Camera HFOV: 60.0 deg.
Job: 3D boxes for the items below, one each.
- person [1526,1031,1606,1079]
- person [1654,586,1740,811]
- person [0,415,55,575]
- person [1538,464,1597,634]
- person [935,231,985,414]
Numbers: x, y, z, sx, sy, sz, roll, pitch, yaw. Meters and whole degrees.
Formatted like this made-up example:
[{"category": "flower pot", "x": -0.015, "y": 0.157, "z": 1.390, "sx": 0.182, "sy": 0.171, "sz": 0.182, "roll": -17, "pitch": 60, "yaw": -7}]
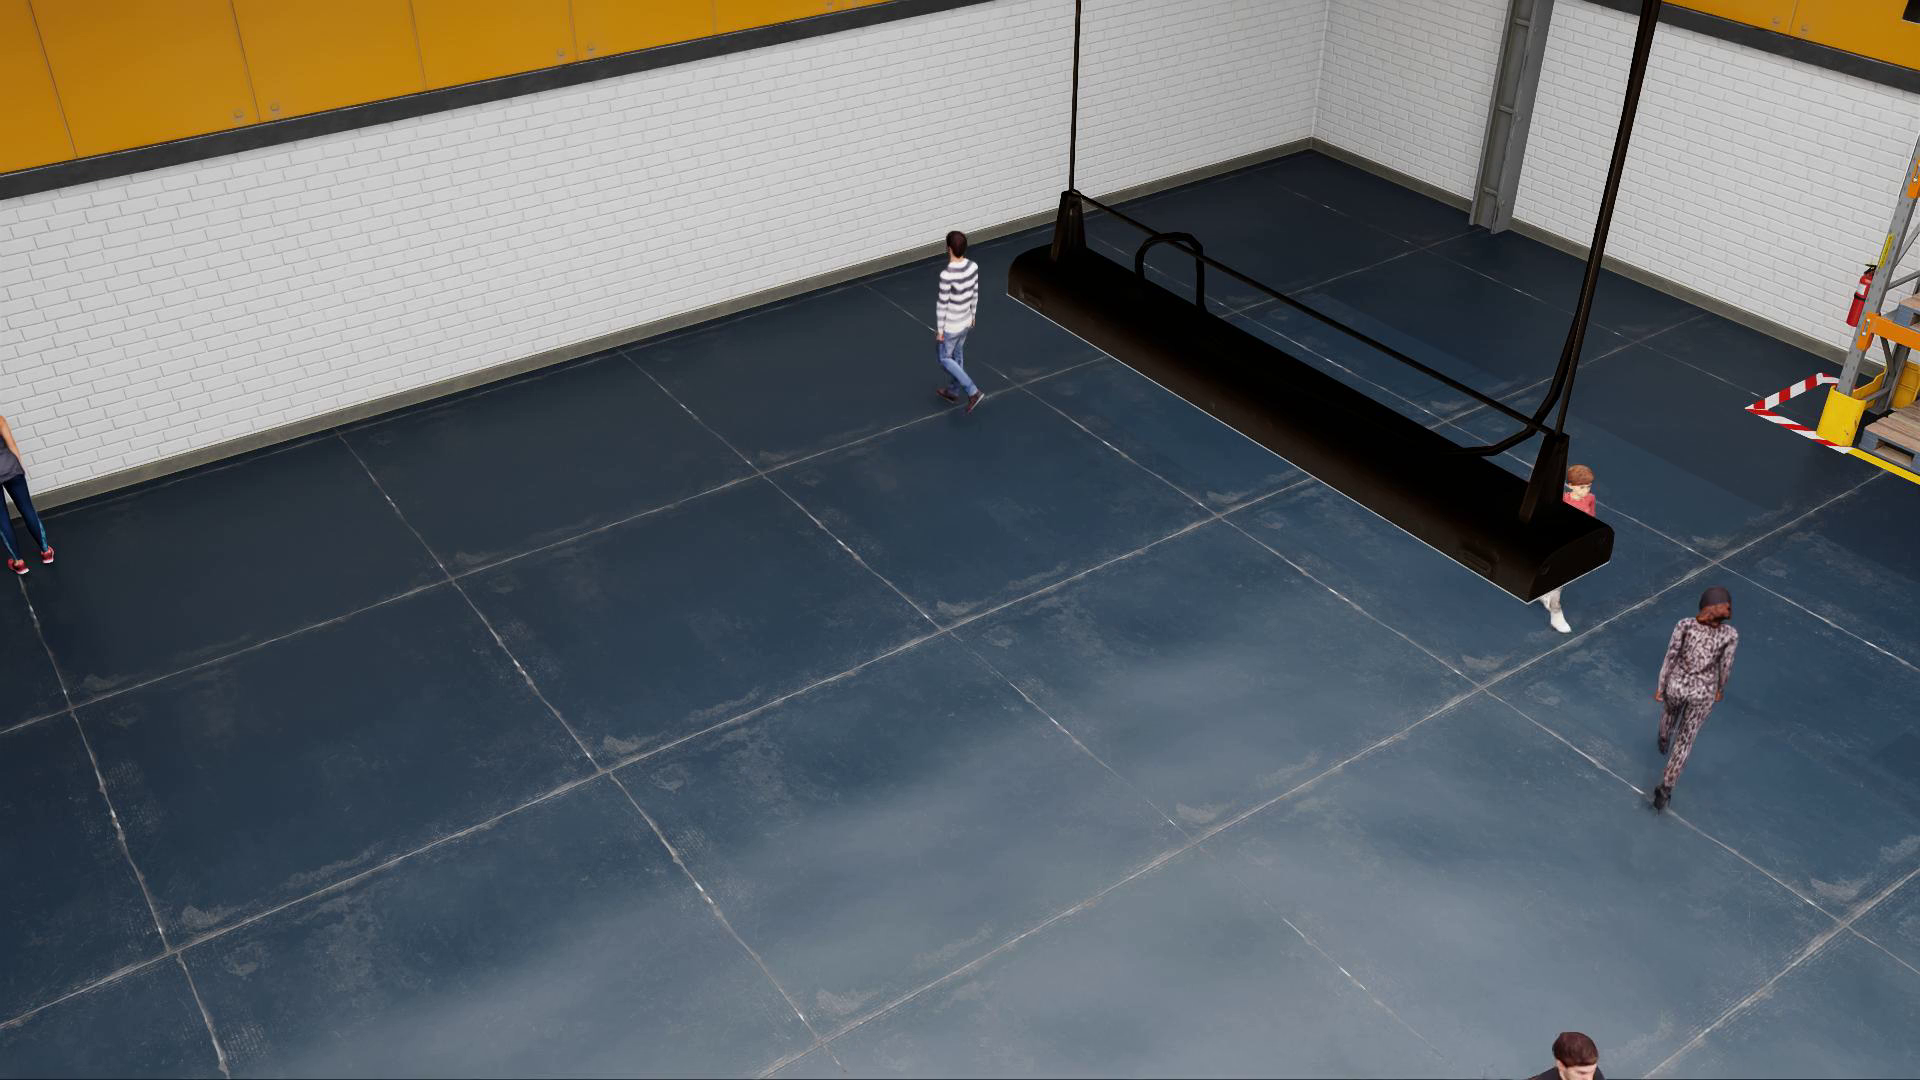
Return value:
[{"category": "person", "x": 2.847, "y": 3.061, "z": 8.372, "sx": 0.917, "sy": 1.789, "sz": 1.211, "roll": -12, "pitch": 35, "yaw": -18}, {"category": "person", "x": 5.011, "y": 1.105, "z": 11.429, "sx": 1.139, "sy": 1.662, "sz": 1.037, "roll": 14, "pitch": 36, "yaw": 20}, {"category": "person", "x": -7.972, "y": -0.518, "z": 13.803, "sx": 0.590, "sy": 1.737, "sz": 0.572, "roll": -28, "pitch": 43, "yaw": -35}, {"category": "person", "x": 4.834, "y": -0.016, "z": 13.358, "sx": 0.665, "sy": 1.394, "sz": 0.877, "roll": -11, "pitch": 35, "yaw": -16}, {"category": "person", "x": 0.013, "y": -2.067, "z": 16.046, "sx": 0.993, "sy": 1.833, "sz": 0.772, "roll": 28, "pitch": 43, "yaw": 36}]
